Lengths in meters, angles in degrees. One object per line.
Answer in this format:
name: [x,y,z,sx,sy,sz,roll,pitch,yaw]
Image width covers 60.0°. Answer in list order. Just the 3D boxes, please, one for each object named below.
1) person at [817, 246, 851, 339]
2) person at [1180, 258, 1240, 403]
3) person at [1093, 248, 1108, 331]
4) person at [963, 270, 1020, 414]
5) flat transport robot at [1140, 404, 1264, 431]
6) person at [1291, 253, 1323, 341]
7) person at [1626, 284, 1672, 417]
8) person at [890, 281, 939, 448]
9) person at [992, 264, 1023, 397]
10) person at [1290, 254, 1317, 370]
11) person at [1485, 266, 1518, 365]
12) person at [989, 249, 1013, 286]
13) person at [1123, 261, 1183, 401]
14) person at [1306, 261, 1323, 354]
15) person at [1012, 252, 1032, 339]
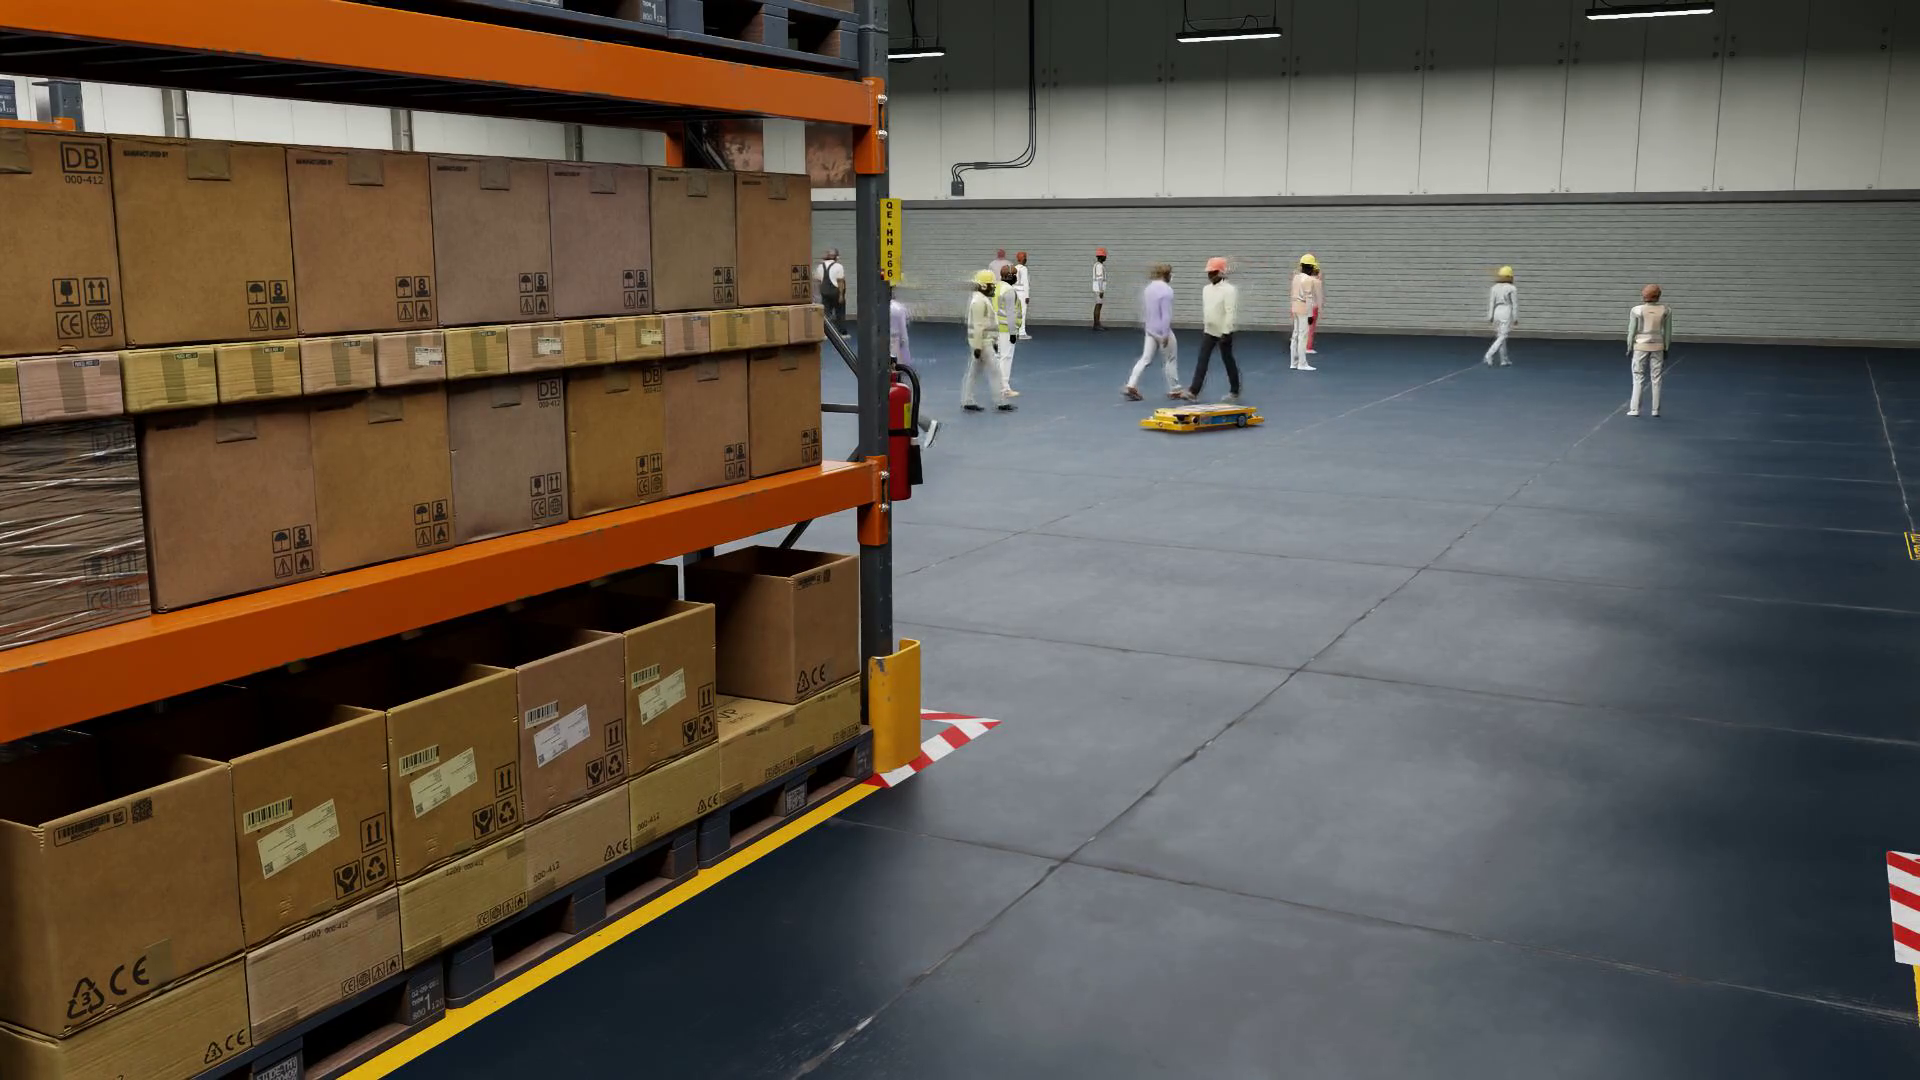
person: [-2.743,-5.332,35.817,0.692,2.000,0.827,7,13,35]
person: [3.423,-2.798,22.281,1.017,1.939,0.641,-7,13,-35]
person: [3.308,-5.888,39.129,0.356,1.937,0.552,-1,10,-3]
person: [0.410,-2.496,20.999,0.824,1.796,0.609,0,10,-1]
flat transport robot: [2.843,-1.444,19.447,1.431,0.197,0.652,-9,13,-39]
person: [7.024,-4.870,33.715,0.669,1.885,0.461,5,11,24]
person: [8.515,-2.330,20.586,0.526,1.645,0.317,1,10,6]
person: [-0.613,-1.825,17.097,0.693,1.897,0.618,-1,10,-3]
person: [0.661,-2.915,23.208,0.430,1.837,0.626,-3,11,-16]
person: [5.727,-3.787,27.721,0.383,1.921,0.585,-3,11,-14]
person: [9.337,-3.861,28.682,0.780,1.719,0.489,-7,12,-34]
person: [1.033,-6.299,41.461,0.651,1.906,0.403,1,10,3]
person: [2.660,-2.830,22.587,0.990,1.901,0.645,-5,12,-25]
person: [6.660,-4.393,31.458,0.361,1.751,0.553,-6,12,-29]
person: [1.337,-5.295,36.044,0.346,1.883,0.584,-5,12,-25]
